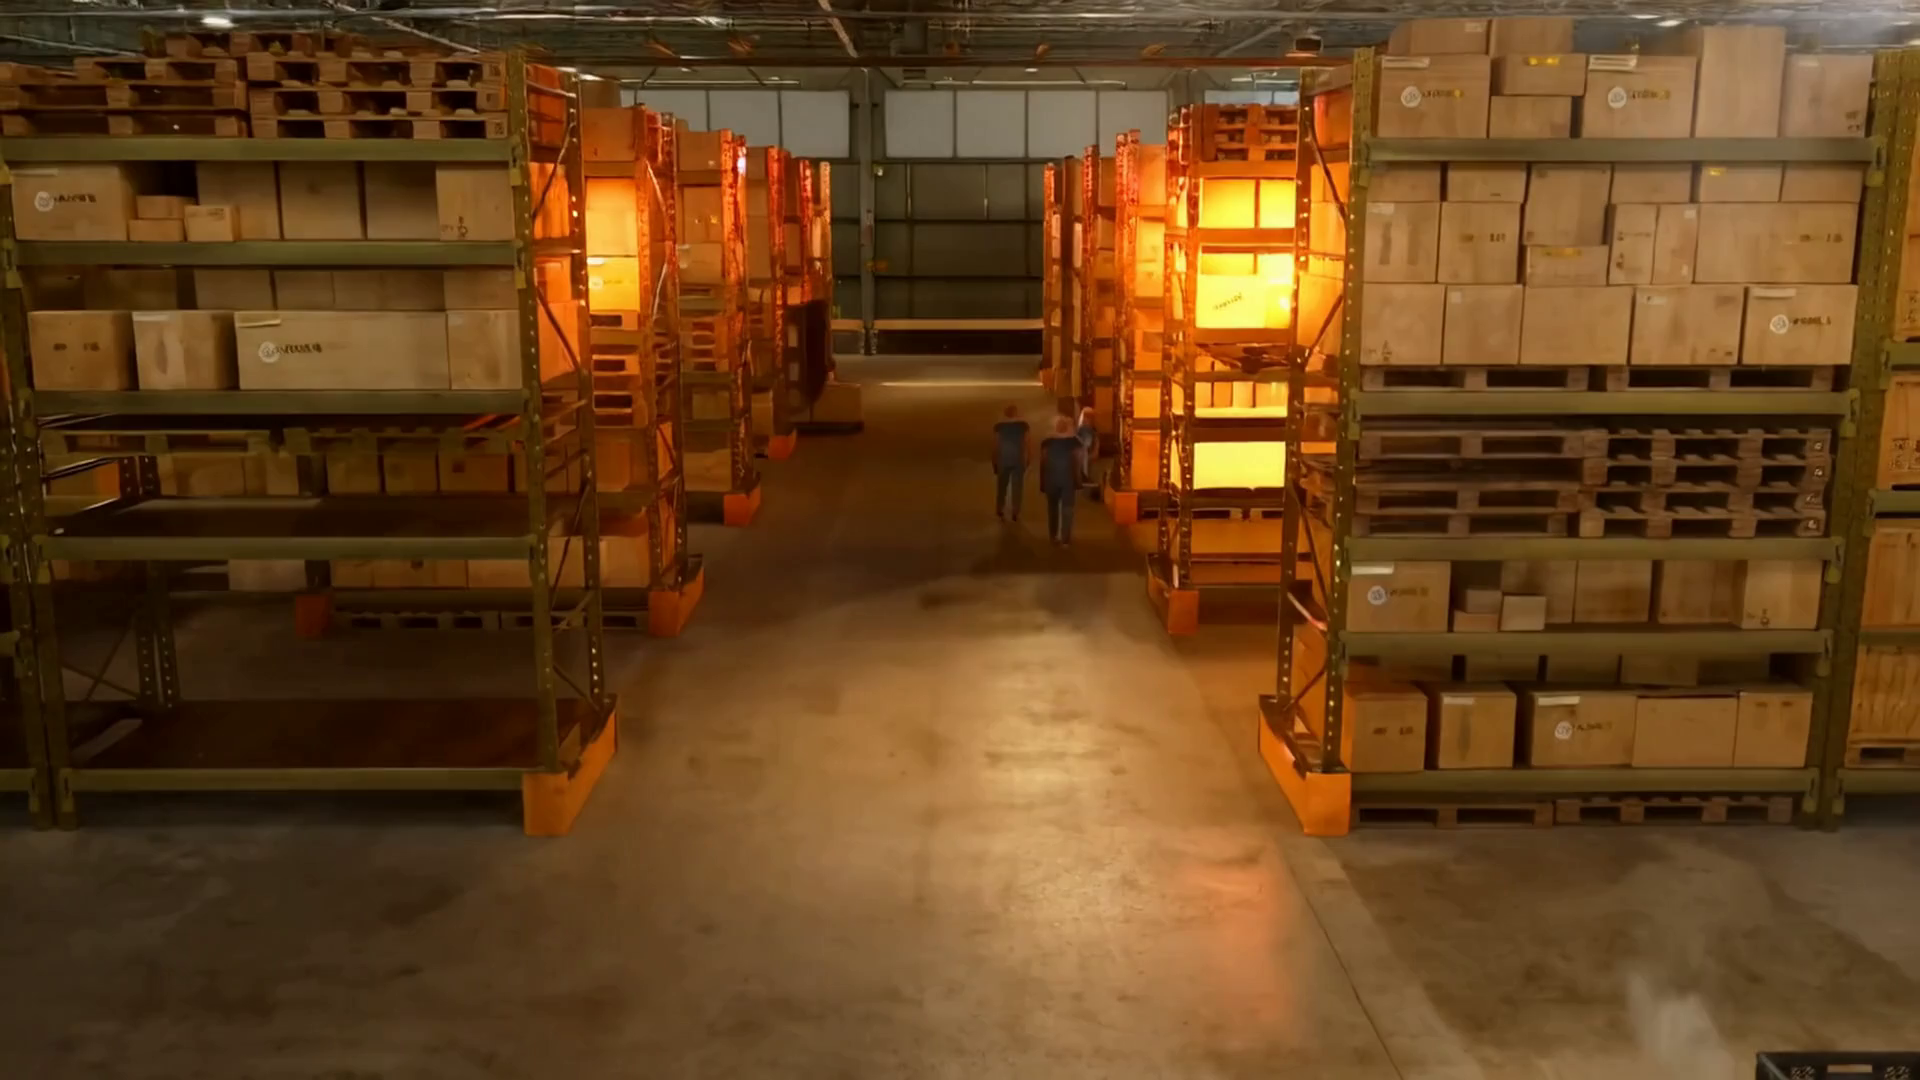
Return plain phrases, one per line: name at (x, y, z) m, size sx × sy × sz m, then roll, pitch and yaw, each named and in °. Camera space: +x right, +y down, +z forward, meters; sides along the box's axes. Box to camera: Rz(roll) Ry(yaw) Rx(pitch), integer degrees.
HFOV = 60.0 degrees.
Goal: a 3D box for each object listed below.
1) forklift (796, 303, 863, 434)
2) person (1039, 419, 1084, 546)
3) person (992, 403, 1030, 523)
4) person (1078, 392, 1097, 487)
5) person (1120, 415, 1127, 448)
forklift at (-3.087, -3.761, 36.342) m, size 1.873 × 2.768 × 1.129 m, roll 0°, pitch 11°, yaw -1°
person at (1.493, -0.857, 24.510) m, size 0.650 × 1.861 × 0.971 m, roll 1°, pitch 11°, yaw 3°
person at (0.788, -1.242, 26.414) m, size 0.640 × 1.854 × 1.002 m, roll -2°, pitch 12°, yaw -9°
person at (2.267, -1.792, 29.533) m, size 0.321 × 1.694 × 0.529 m, roll -1°, pitch 12°, yaw -7°
person at (3.083, -1.777, 29.252) m, size 0.949 × 1.787 × 0.584 m, roll -4°, pitch 12°, yaw -19°
